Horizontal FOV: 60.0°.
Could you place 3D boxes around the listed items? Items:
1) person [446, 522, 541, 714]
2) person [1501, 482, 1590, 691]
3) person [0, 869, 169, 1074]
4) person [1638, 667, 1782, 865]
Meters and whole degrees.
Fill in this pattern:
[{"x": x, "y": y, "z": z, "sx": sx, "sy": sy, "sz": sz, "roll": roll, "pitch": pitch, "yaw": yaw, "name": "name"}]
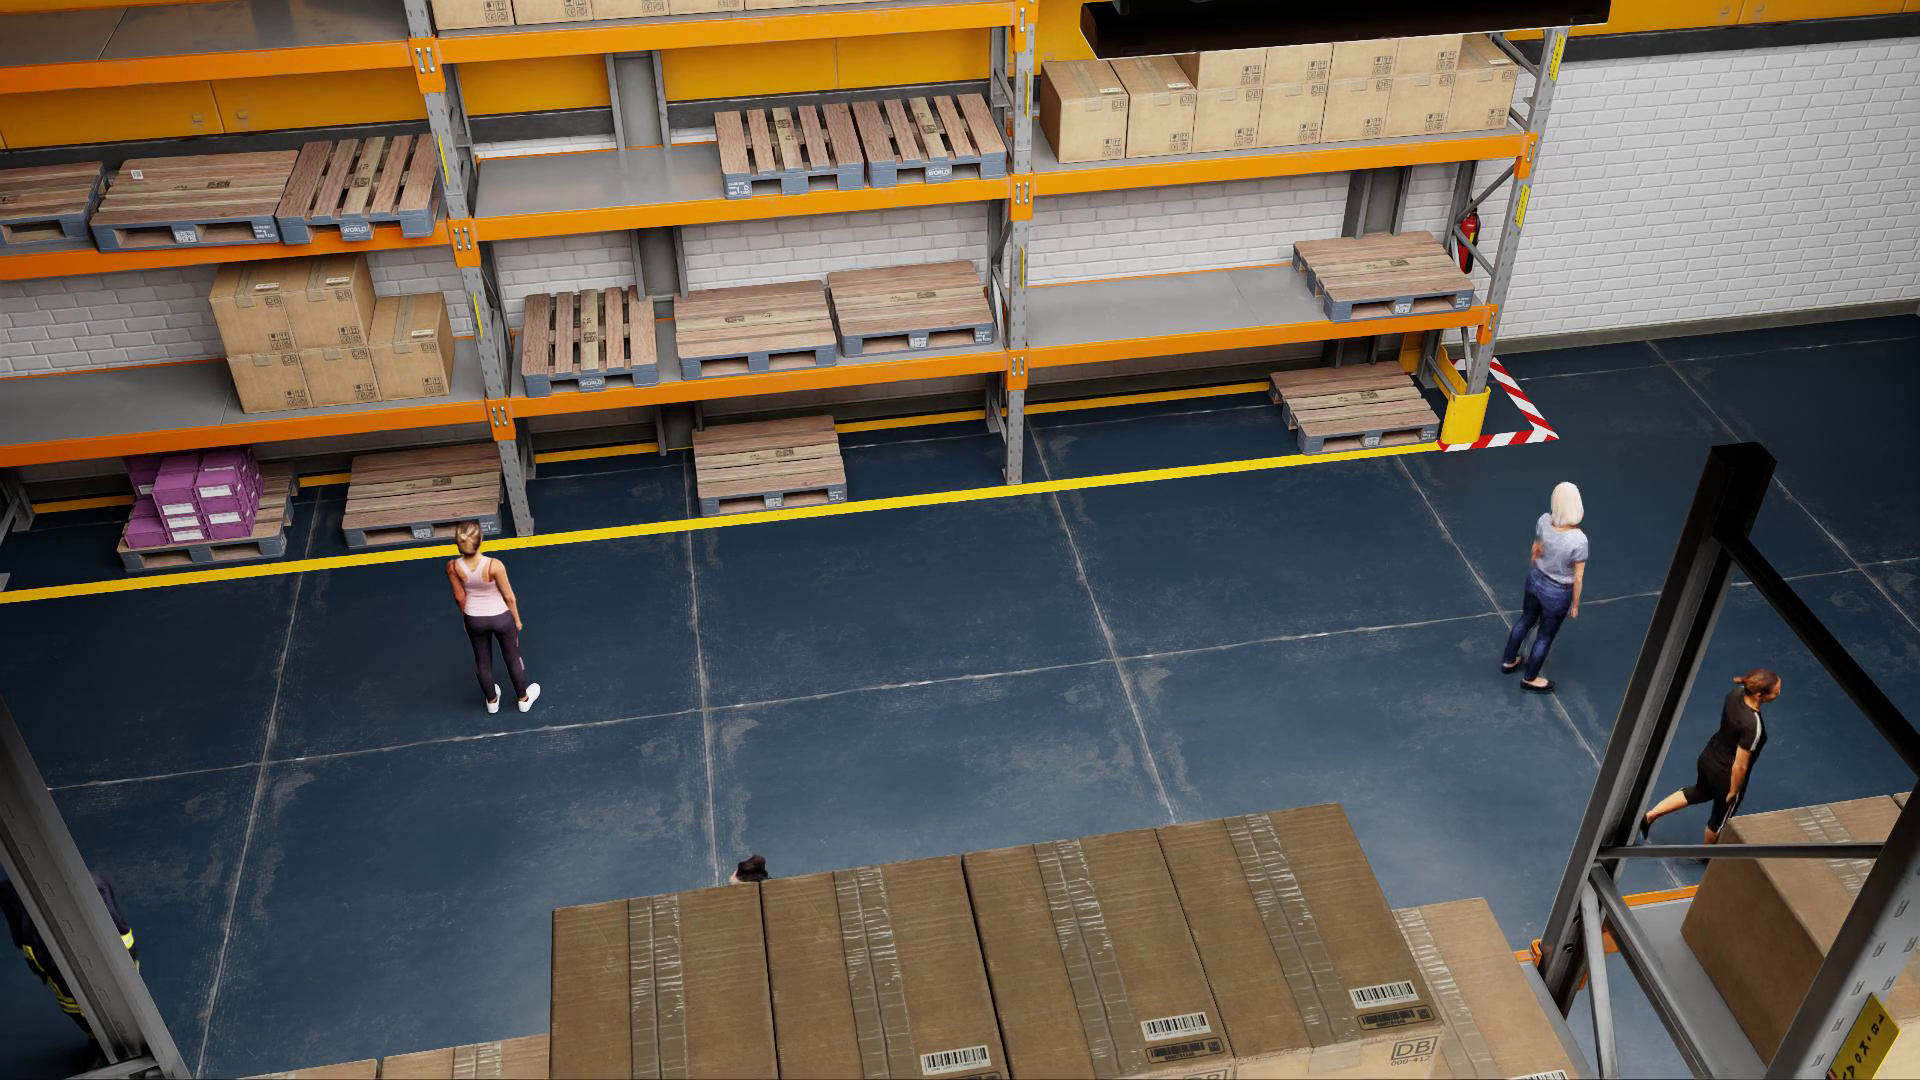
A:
[{"x": -3.200, "y": 0.533, "z": 11.301, "sx": 0.530, "sy": 1.640, "sz": 0.655, "roll": -1, "pitch": 39, "yaw": -1, "name": "person"}, {"x": 4.081, "y": 0.330, "z": 11.499, "sx": 0.606, "sy": 1.709, "sz": 0.657, "roll": -11, "pitch": 40, "yaw": -14, "name": "person"}, {"x": -4.770, "y": 2.228, "z": 9.032, "sx": 0.633, "sy": 1.821, "sz": 0.826, "roll": -2, "pitch": 39, "yaw": -3, "name": "person"}, {"x": 4.628, "y": 1.386, "z": 10.219, "sx": 0.979, "sy": 1.657, "sz": 0.731, "roll": 3, "pitch": 39, "yaw": 4, "name": "person"}]
